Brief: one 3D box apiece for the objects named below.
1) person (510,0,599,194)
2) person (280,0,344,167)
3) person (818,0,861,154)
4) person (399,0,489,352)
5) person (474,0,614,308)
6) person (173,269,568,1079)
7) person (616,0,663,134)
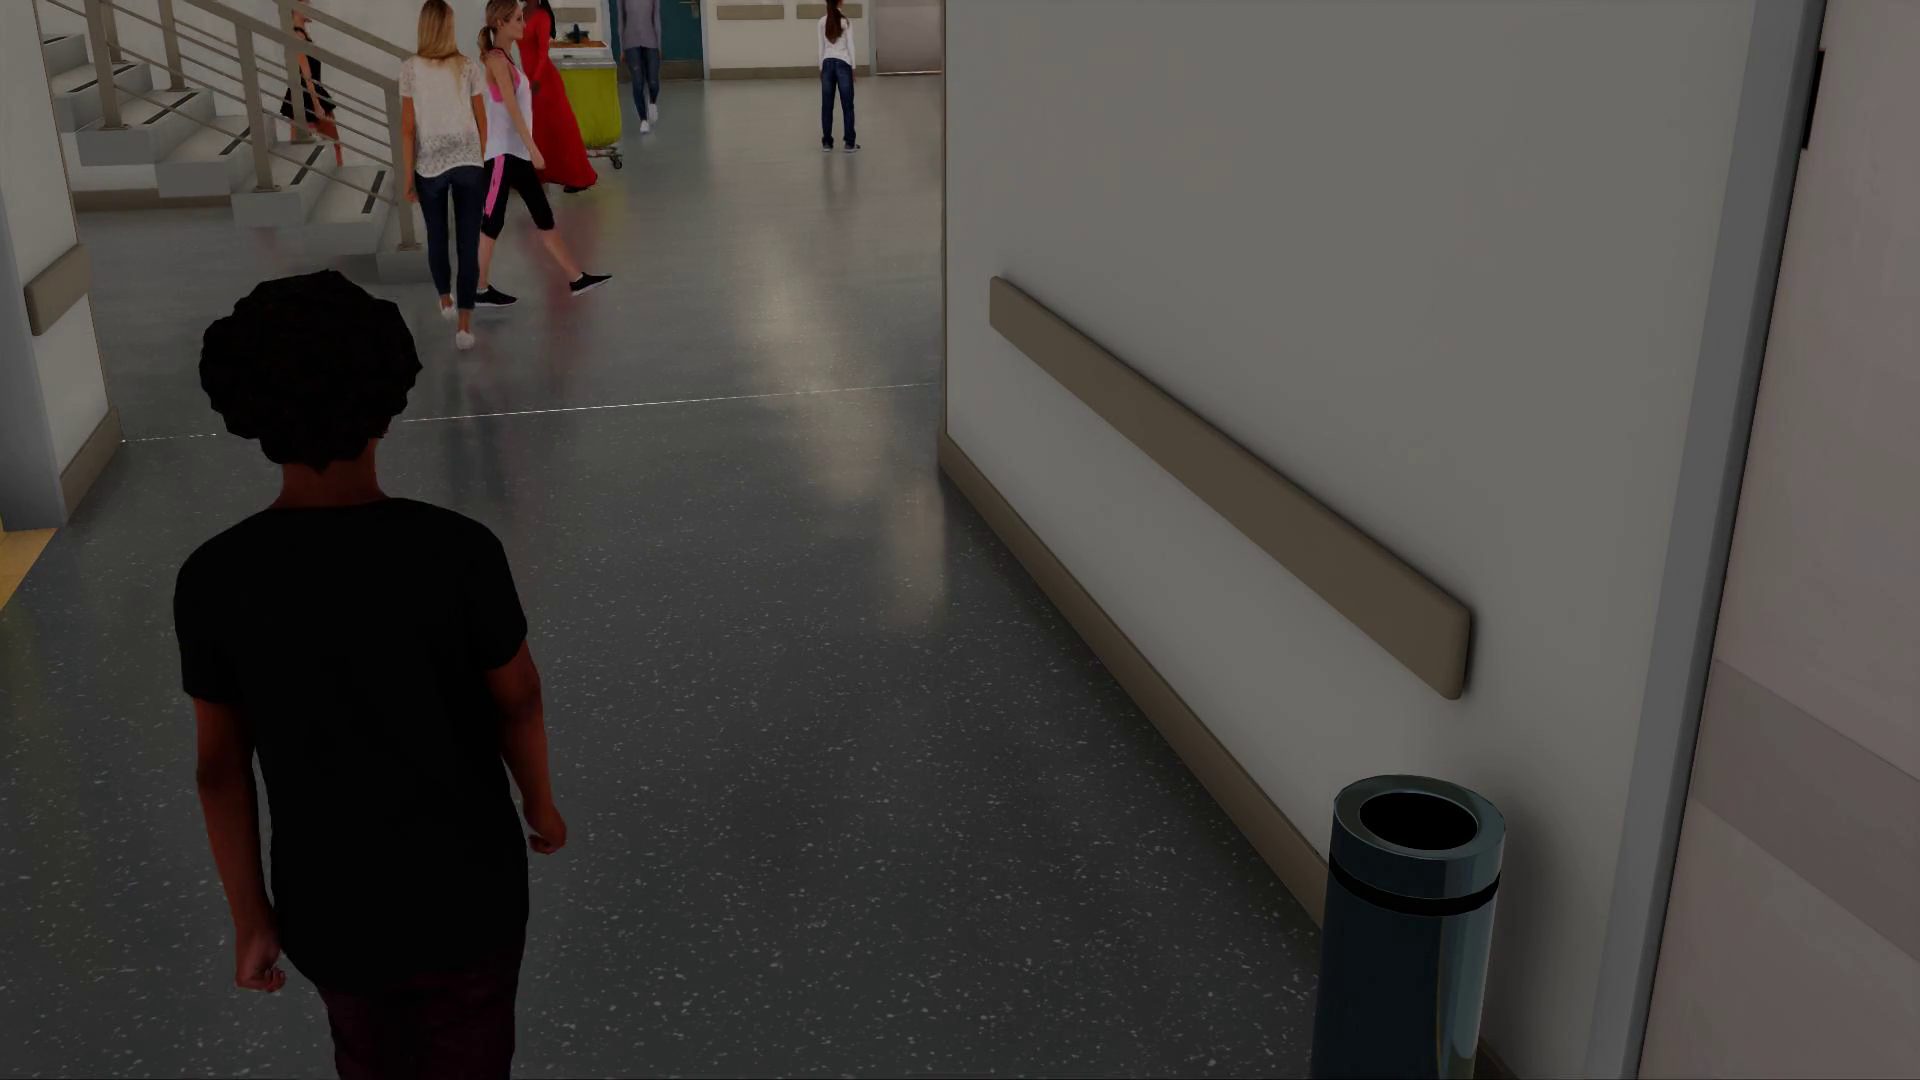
[{"bbox_3d":[-3.281,-3.631,13.423,1.054,1.736,1.288,19,28,41],"label":"person"},{"bbox_3d":[-5.144,-3.382,12.891,1.045,1.648,0.578,-5,21,-13],"label":"person"},{"bbox_3d":[-1.204,-4.573,16.164,0.575,1.557,0.672,4,21,11],"label":"person"},{"bbox_3d":[-2.672,-1.874,8.724,1.012,1.778,0.702,-5,21,-12],"label":"person"},{"bbox_3d":[-2.704,-2.176,9.561,1.093,1.752,0.718,-2,21,-6],"label":"person"},{"bbox_3d":[-0.833,0.528,2.424,0.996,1.750,0.781,-2,21,-5],"label":"person"},{"bbox_3d":[-3.374,-5.189,17.555,0.755,1.724,0.697,-4,21,-10],"label":"person"}]
